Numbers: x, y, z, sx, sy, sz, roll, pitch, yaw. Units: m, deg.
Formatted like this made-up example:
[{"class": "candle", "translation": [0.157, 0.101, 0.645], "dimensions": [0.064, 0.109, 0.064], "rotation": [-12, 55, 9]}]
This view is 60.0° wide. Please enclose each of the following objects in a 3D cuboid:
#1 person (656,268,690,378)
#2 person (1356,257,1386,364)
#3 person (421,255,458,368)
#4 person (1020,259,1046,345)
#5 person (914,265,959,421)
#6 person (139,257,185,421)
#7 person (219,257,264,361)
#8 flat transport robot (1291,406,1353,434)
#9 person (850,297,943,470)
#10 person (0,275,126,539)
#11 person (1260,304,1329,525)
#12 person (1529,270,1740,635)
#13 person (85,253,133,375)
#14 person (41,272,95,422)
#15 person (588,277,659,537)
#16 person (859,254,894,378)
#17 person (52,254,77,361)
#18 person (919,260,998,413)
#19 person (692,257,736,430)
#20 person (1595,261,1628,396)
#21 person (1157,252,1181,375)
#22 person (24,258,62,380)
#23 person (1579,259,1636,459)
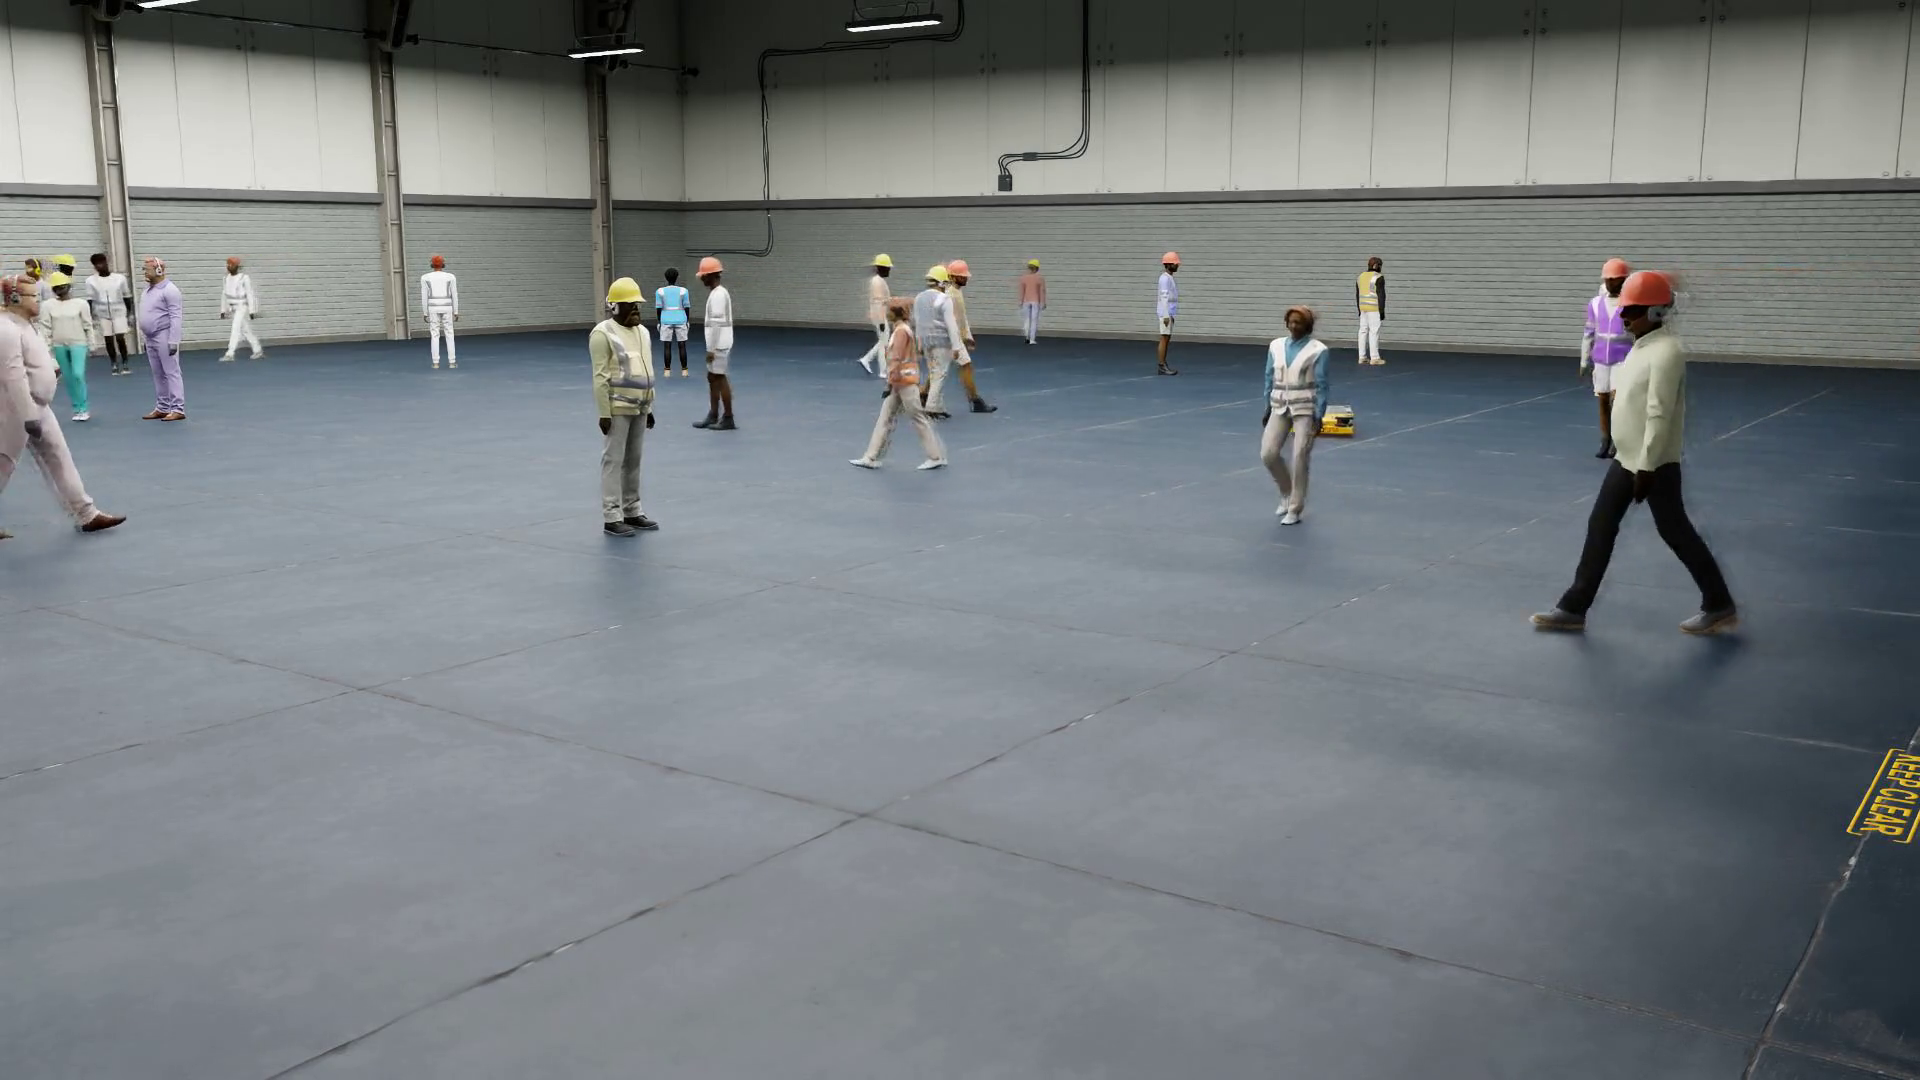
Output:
[{"class": "person", "translation": [-4.428, -3.347, 25.697], "dimensions": [0.532, 1.697, 0.320], "rotation": [-2, 10, -11]}, {"class": "person", "translation": [7.099, -3.942, 28.650], "dimensions": [0.430, 1.837, 0.620], "rotation": [-5, 11, -28]}, {"class": "person", "translation": [-8.649, -3.795, 27.693], "dimensions": [0.574, 1.883, 0.356], "rotation": [-3, 11, -17]}, {"class": "person", "translation": [1.511, -4.892, 34.208], "dimensions": [0.548, 1.747, 0.524], "rotation": [4, 11, 24]}, {"class": "person", "translation": [-0.246, -2.293, 19.460], "dimensions": [0.513, 1.814, 0.615], "rotation": [-10, 14, -43]}, {"class": "person", "translation": [-9.403, -2.352, 19.538], "dimensions": [0.639, 1.910, 0.407], "rotation": [7, 12, 34]}, {"class": "person", "translation": [-12.863, -4.115, 29.657], "dimensions": [0.586, 1.840, 1.007], "rotation": [5, 11, 27]}, {"class": "flat transport robot", "translation": [4.030, -1.355, 18.534], "dimensions": [0.652, 0.197, 1.431], "rotation": [2, 10, 12]}, {"class": "person", "translation": [-0.550, -1.421, 15.216], "dimensions": [0.864, 1.588, 0.518], "rotation": [-2, 10, -9]}, {"class": "person", "translation": [-6.570, -0.928, 11.726], "dimensions": [1.017, 1.852, 0.670], "rotation": [-2, 10, -13]}, {"class": "person", "translation": [2.474, -0.925, 12.298], "dimensions": [0.545, 1.625, 0.352], "rotation": [9, 13, 41]}, {"class": "person", "translation": [3.659, -0.442, 8.767], "dimensions": [1.070, 1.943, 0.622], "rotation": [0, 10, 3]}, {"class": "person", "translation": [-13.352, -3.536, 26.112], "dimensions": [0.618, 1.920, 0.596], "rotation": [-4, 11, -20]}, {"class": "person", "translation": [-10.373, -2.231, 19.300], "dimensions": [0.534, 1.735, 0.682], "rotation": [-2, 10, -9]}, {"class": "person", "translation": [-2.383, -0.953, 11.906], "dimensions": [0.404, 1.834, 0.591], "rotation": [5, 11, 25]}, {"class": "person", "translation": [-1.230, -3.426, 25.522], "dimensions": [0.536, 1.912, 0.614], "rotation": [0, 10, 0]}, {"class": "person", "translation": [-14.520, -3.687, 27.037], "dimensions": [0.427, 1.904, 0.582], "rotation": [-5, 11, -25]}, {"class": "person", "translation": [-0.098, -2.486, 20.389], "dimensions": [1.044, 1.882, 0.554], "rotation": [0, 10, 2]}, {"class": "person", "translation": [-2.753, -2.174, 18.504], "dimensions": [0.453, 1.935, 0.554], "rotation": [-2, 10, -10]}, {"class": "person", "translation": [8.891, -2.848, 22.522], "dimensions": [0.619, 1.838, 0.430], "rotation": [-1, 10, -7]}, {"class": "person", "translation": [3.305, -3.576, 26.305], "dimensions": [0.361, 1.940, 0.543], "rotation": [3, 10, 15]}, {"class": "person", "translation": [-13.313, -3.143, 24.097], "dimensions": [0.538, 1.860, 0.506], "rotation": [7, 12, 33]}, {"class": "person", "translation": [6.249, -1.728, 15.985], "dimensions": [0.580, 1.919, 0.499], "rotation": [9, 14, 42]}]
